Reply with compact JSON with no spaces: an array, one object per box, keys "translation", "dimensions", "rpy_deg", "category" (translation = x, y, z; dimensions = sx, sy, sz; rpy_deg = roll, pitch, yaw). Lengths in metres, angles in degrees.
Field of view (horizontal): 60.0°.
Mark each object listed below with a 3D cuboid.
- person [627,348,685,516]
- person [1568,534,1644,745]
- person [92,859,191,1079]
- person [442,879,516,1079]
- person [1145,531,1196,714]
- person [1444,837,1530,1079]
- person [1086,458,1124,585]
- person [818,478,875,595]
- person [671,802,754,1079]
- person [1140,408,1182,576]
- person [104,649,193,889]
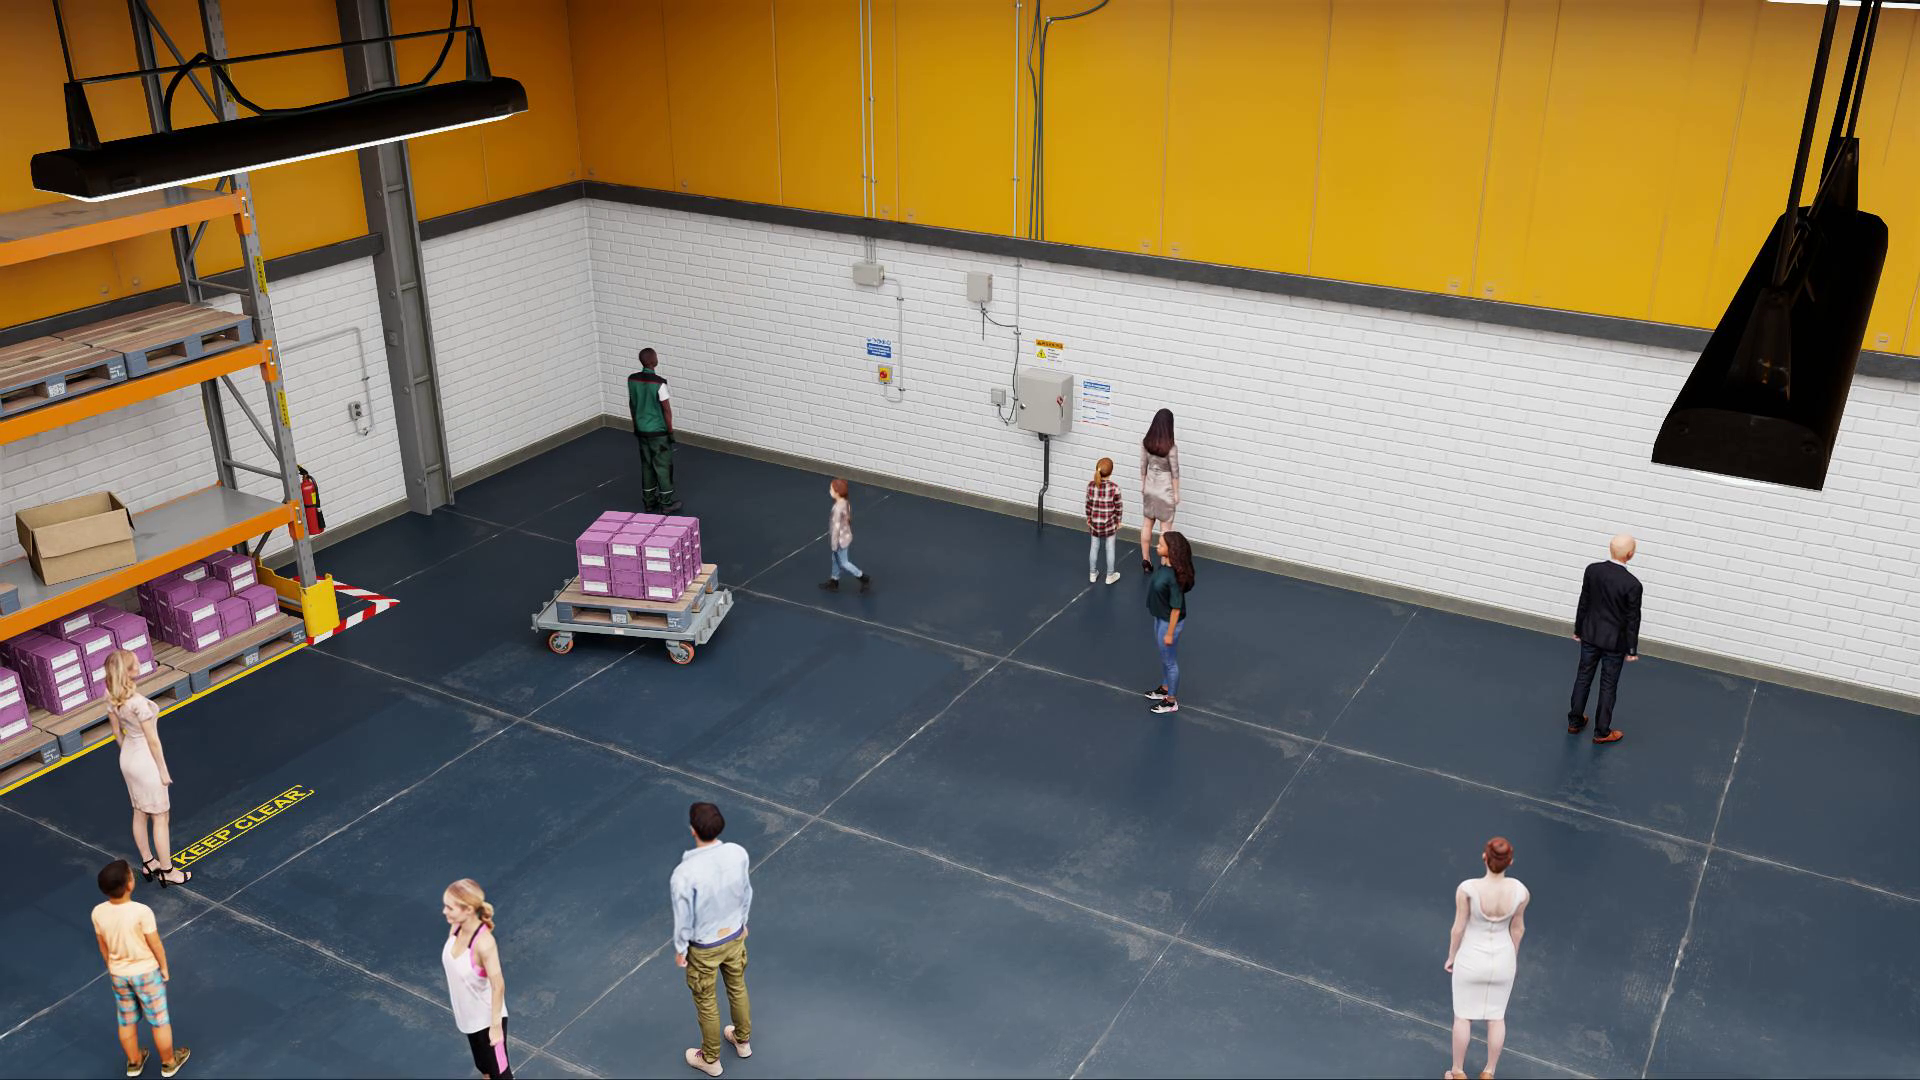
[{"translation":[-3.300,-1.178,17.880],"dimensions":[0.678,1.839,0.599],"rpy_deg":[12,26,25],"category":"person"},{"translation":[5.216,0.782,13.447],"dimensions":[0.713,1.799,0.769],"rpy_deg":[-18,29,-35],"category":"person"},{"translation":[-4.874,2.545,9.836],"dimensions":[0.603,1.460,0.628],"rpy_deg":[-1,24,-3],"category":"person"},{"translation":[-2.639,2.633,9.226],"dimensions":[0.628,1.787,0.677],"rpy_deg":[-20,30,-38],"category":"person"},{"translation":[1.752,0.672,13.924],"dimensions":[0.767,1.617,0.682],"rpy_deg":[0,24,-1],"category":"person"},{"translation":[3.022,2.464,9.607],"dimensions":[0.628,1.791,0.614],"rpy_deg":[3,24,6],"category":"person"},{"translation":[1.407,-0.196,16.298],"dimensions":[0.557,1.306,0.565],"rpy_deg":[9,25,19],"category":"person"},{"translation":[-1.104,-0.017,16.043],"dimensions":[0.712,1.181,0.792],"rpy_deg":[4,24,10],"category":"person"},{"translation":[-1.454,2.349,9.846],"dimensions":[0.611,1.812,0.796],"rpy_deg":[-21,31,-39],"category":"person"},{"translation":[1.961,-0.460,16.354],"dimensions":[0.628,1.746,0.566],"rpy_deg":[19,30,37],"category":"person"},{"translation":[-5.694,1.586,11.568],"dimensions":[0.567,1.829,0.491],"rpy_deg":[13,27,27],"category":"person"}]
